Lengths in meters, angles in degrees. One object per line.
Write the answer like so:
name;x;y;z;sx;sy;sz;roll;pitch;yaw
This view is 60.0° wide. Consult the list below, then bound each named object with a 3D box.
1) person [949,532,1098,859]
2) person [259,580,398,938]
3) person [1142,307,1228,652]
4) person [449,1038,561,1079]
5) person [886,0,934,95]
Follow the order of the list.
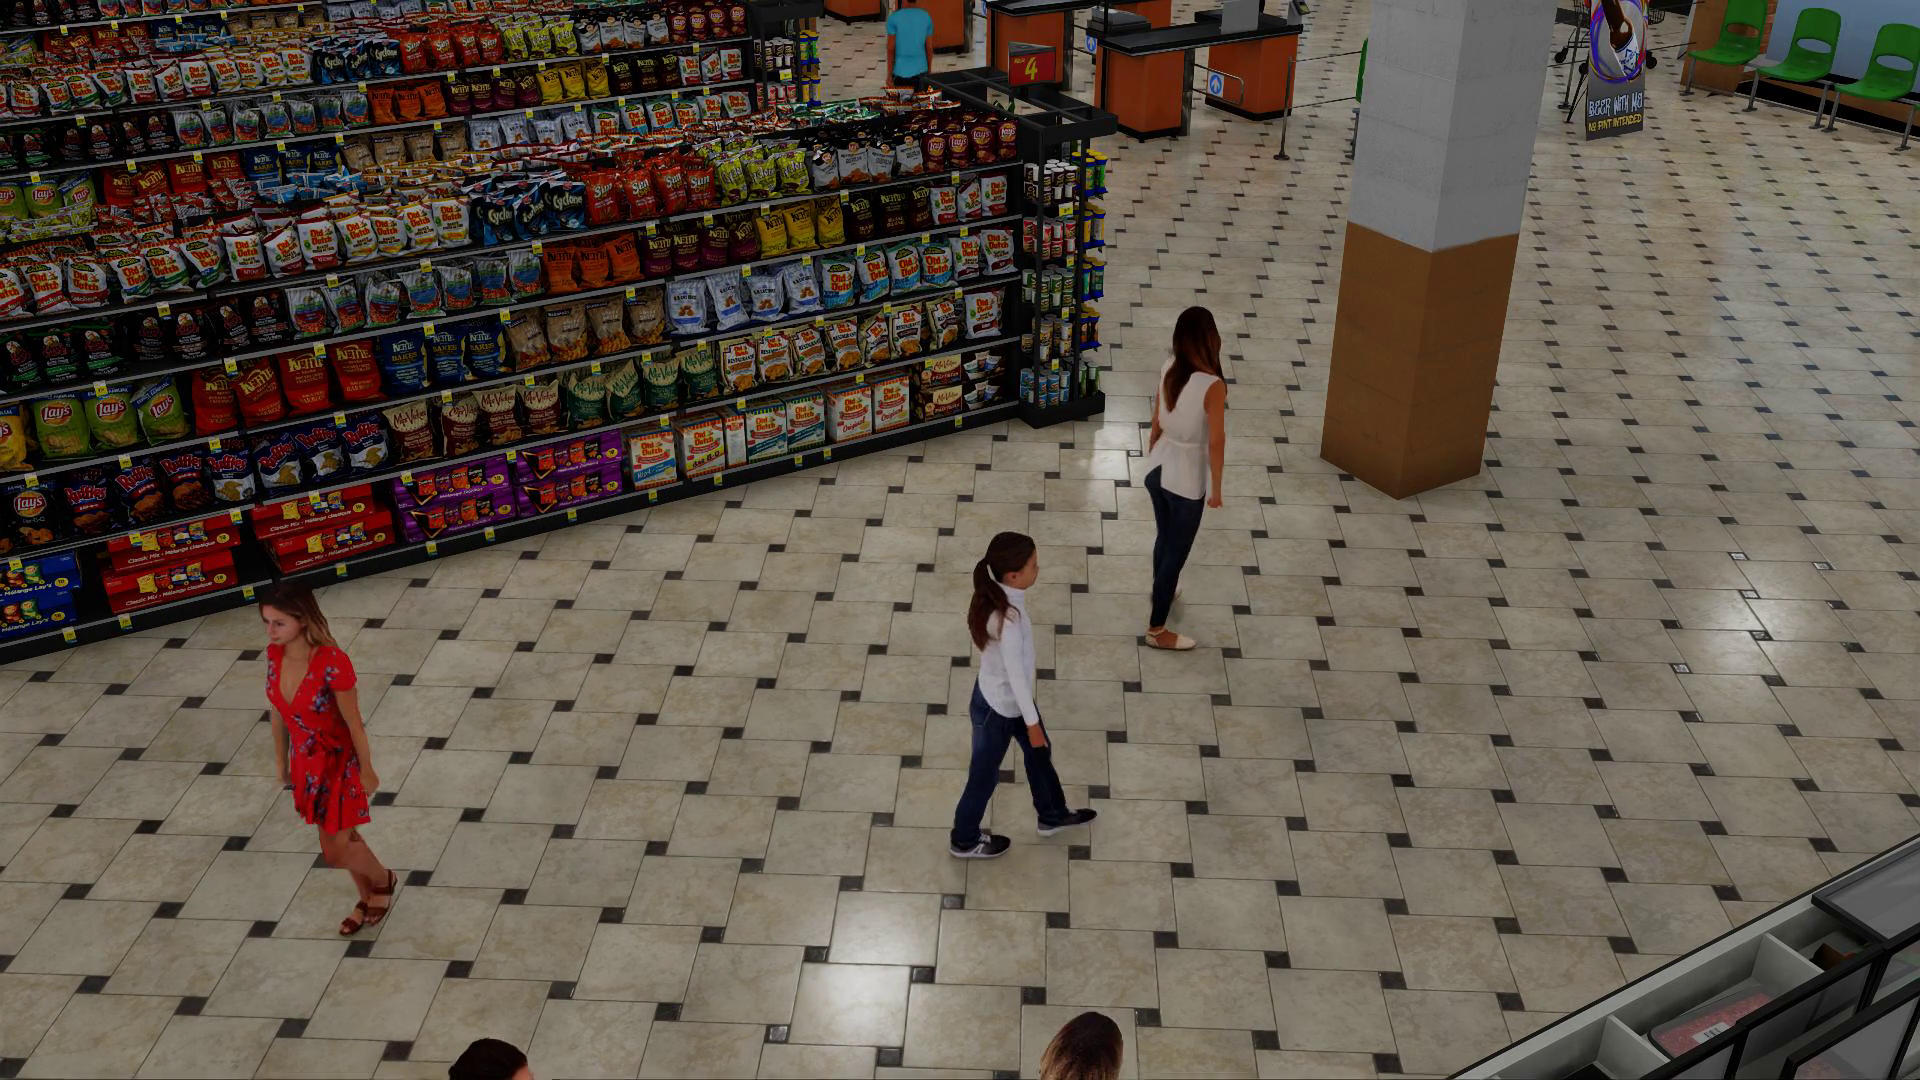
person;0.089;0.669;6.775;0.960;1.535;0.786;-2;29;-3
person;-2.381;0.822;6.442;0.710;1.586;0.755;14;32;24
person;1.061;-0.286;8.275;0.716;1.773;0.686;-15;32;-25
person;-1.191;1.922;4.303;0.810;1.705;0.716;15;32;25
person;-0.452;-4.437;15.896;0.808;1.758;0.808;-9;30;-15
